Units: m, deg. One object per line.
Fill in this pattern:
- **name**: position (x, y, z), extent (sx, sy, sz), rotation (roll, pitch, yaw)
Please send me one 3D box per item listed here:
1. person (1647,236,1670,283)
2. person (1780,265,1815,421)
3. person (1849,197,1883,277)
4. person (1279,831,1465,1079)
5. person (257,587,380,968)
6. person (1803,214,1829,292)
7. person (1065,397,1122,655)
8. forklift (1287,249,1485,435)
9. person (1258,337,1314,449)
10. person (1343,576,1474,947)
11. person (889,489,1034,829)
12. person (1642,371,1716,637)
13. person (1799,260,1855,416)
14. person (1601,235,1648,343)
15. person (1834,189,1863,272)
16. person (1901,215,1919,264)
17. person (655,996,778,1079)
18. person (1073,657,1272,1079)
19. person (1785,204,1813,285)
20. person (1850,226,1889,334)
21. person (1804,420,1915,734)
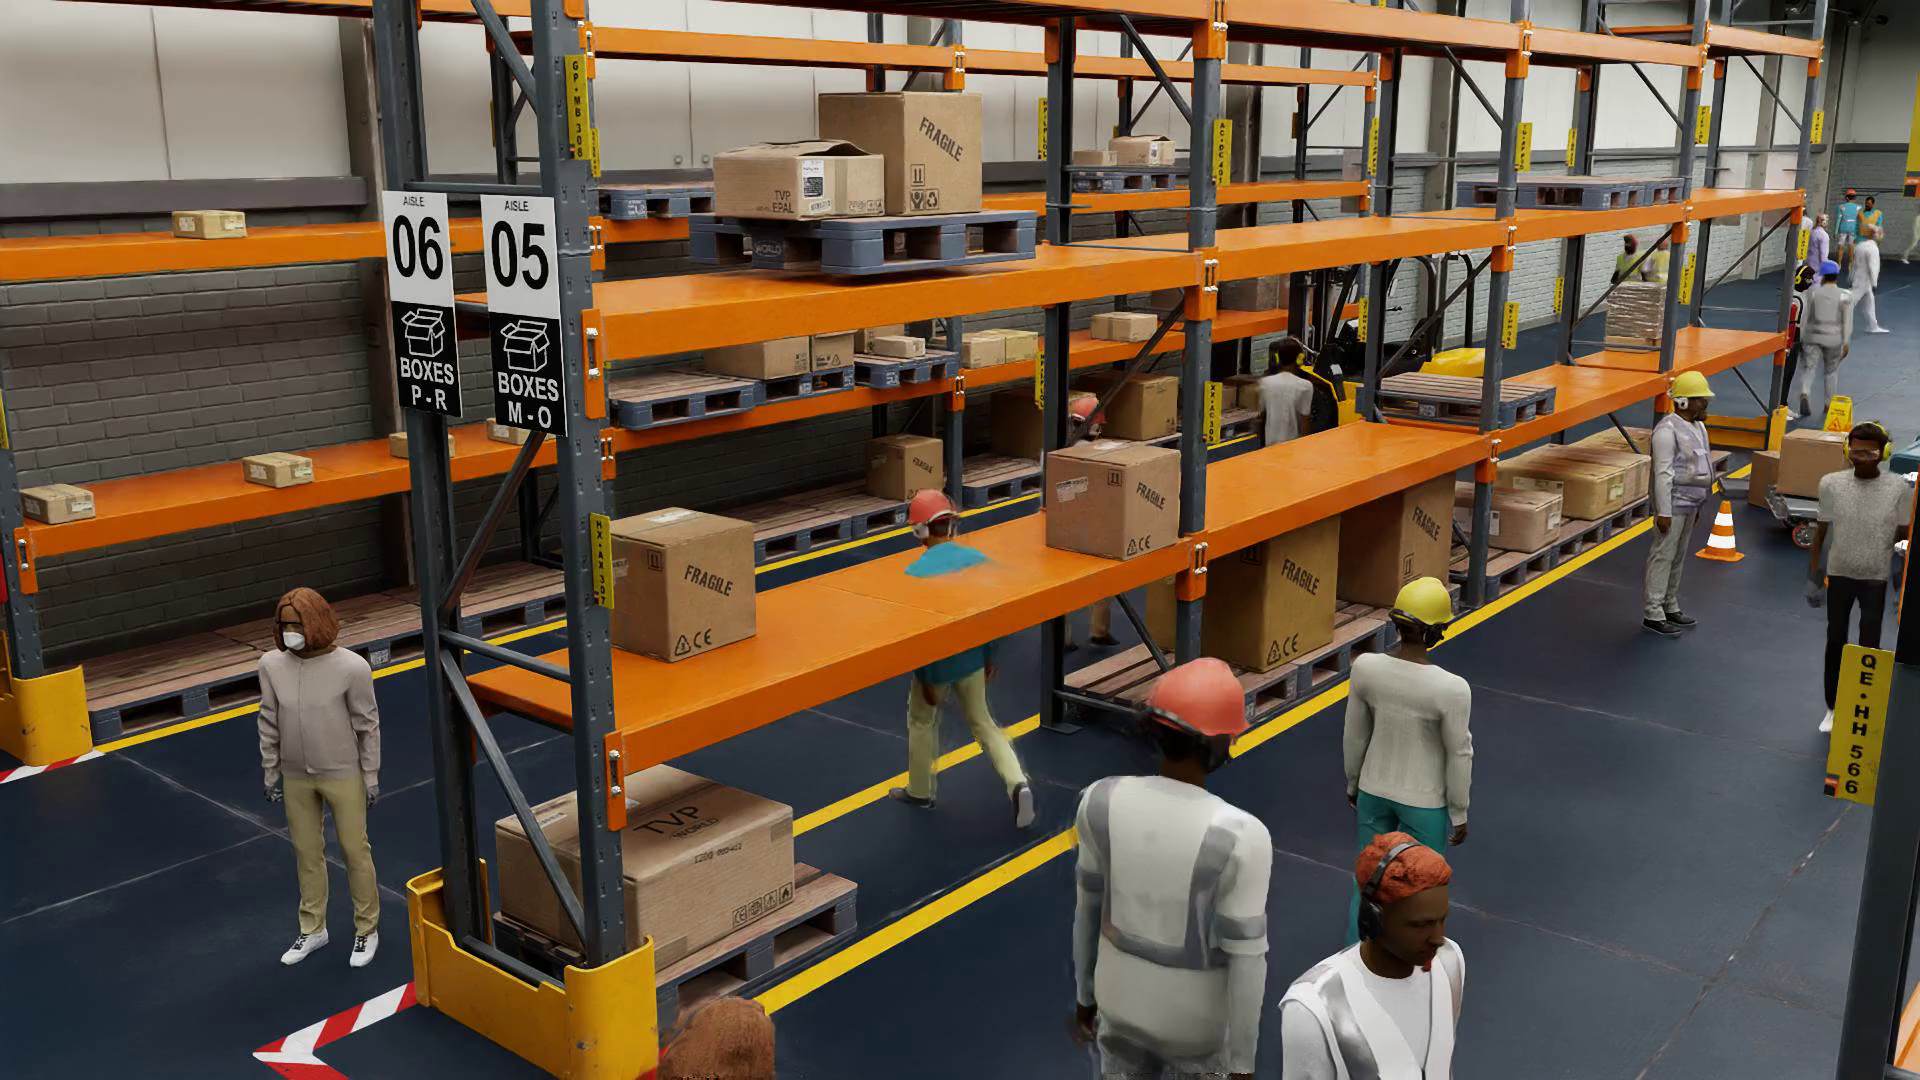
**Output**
- **person**: position (12.472, -4.596, 29.653), extent (0.507, 1.613, 0.620), rotation (7, 15, 27)
- **person**: position (10.104, -2.387, 20.157), extent (0.512, 1.865, 0.329), rotation (-13, 19, -43)
- **person**: position (21.744, -7.258, 39.873), extent (0.391, 1.918, 0.590), rotation (-11, 17, -37)
- **person**: position (0.973, 1.578, 3.967), extent (0.584, 1.883, 0.337), rotation (-10, 17, -36)
- **person**: position (-2.649, 0.985, 6.898), extent (0.508, 1.632, 0.265), rotation (2, 14, 7)
- **person**: position (16.381, -5.270, 31.829), extent (0.397, 1.898, 0.645), rotation (-1, 14, -5)
- **person**: position (0.839, -0.095, 11.102), extent (0.592, 1.723, 0.659), rotation (9, 17, 33)
- **forklift**: position (4.886, -2.214, 18.767), extent (2.313, 2.155, 1.214), rotation (11, 18, 38)
- **person**: position (2.661, -0.706, 13.346), extent (0.562, 1.841, 0.768), rotation (12, 18, 40)
- **person**: position (1.762, 1.004, 6.547), extent (0.534, 1.767, 0.319), rotation (13, 19, 42)
- **person**: position (0.013, 0.600, 8.337), extent (0.563, 1.703, 0.857), rotation (-13, 19, -42)
- **person**: position (4.991, -0.257, 11.538), extent (0.404, 1.837, 0.590), rotation (12, 18, 41)
- **person**: position (10.567, -2.457, 20.358), extent (0.625, 1.917, 0.832), rotation (9, 16, 31)
- **person**: position (10.810, -4.038, 27.021), extent (0.978, 1.789, 0.588), rotation (-6, 15, -23)
- **person**: position (22.139, -7.724, 41.521), extent (0.607, 2.040, 0.378), rotation (3, 14, 11)
- **person**: position (25.164, -8.013, 43.681), extent (0.506, 1.565, 0.900), rotation (-2, 14, -10)
- **person**: position (-0.534, 1.783, 3.734), extent (0.854, 1.577, 0.551), rotation (-6, 15, -24)
- **person**: position (0.587, 1.322, 4.715), extent (0.628, 2.023, 0.530), rotation (10, 17, 35)
- **person**: position (19.067, -6.714, 37.833), extent (0.533, 1.830, 0.406), rotation (5, 15, 20)
- **person**: position (15.577, -4.482, 28.730), extent (0.989, 1.860, 0.661), rotation (4, 14, 17)
- **person**: position (5.162, 0.226, 9.542), extent (0.554, 1.846, 0.418), rotation (9, 17, 33)
